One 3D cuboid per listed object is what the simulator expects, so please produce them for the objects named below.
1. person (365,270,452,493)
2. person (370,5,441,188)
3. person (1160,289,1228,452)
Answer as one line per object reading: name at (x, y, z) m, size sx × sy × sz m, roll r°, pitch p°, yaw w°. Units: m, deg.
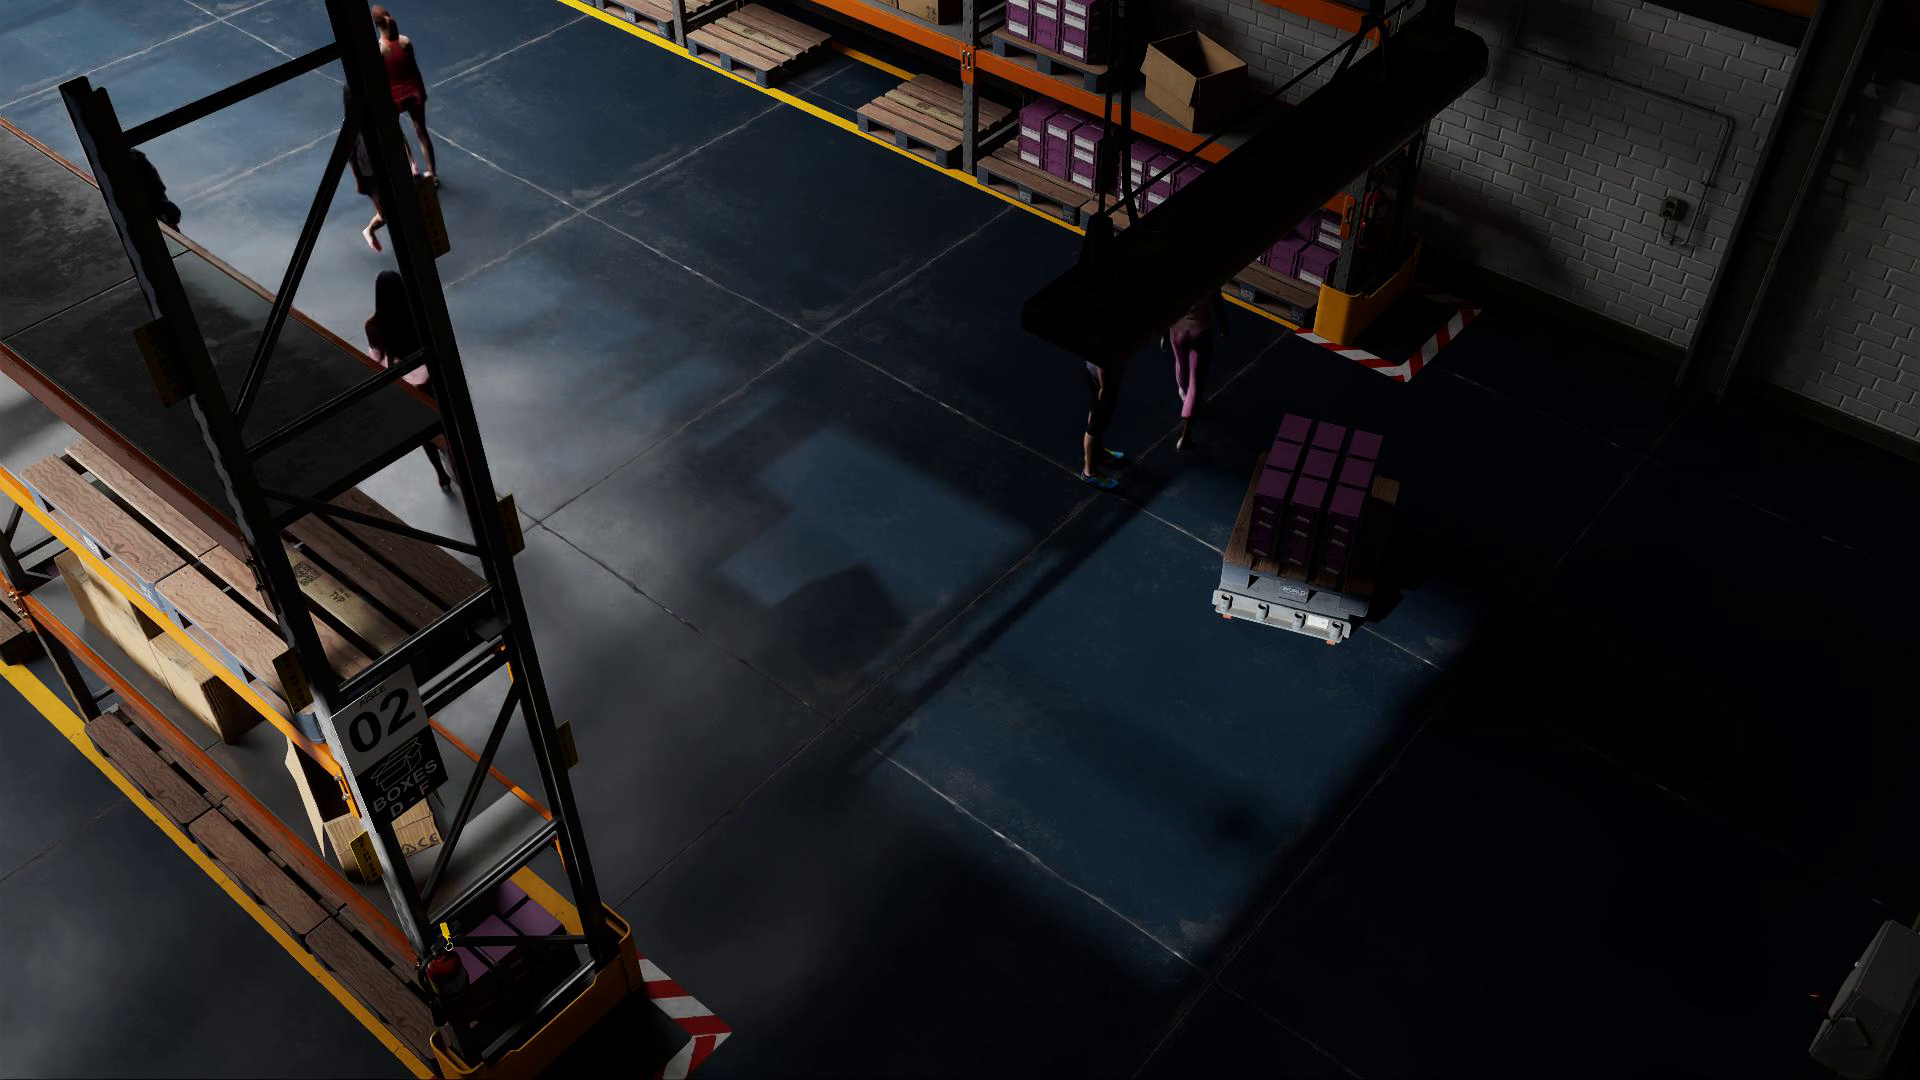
person at (-3.941, -1.085, 12.084) m, size 0.849 × 1.776 × 1.062 m, roll -22°, pitch 48°, yaw -22°
person at (-5.044, -3.999, 15.176) m, size 0.658 × 1.731 × 0.732 m, roll -29°, pitch 51°, yaw -27°
person at (1.730, -1.464, 12.540) m, size 1.198 × 1.697 × 1.075 m, roll 14°, pitch 45°, yaw 14°
